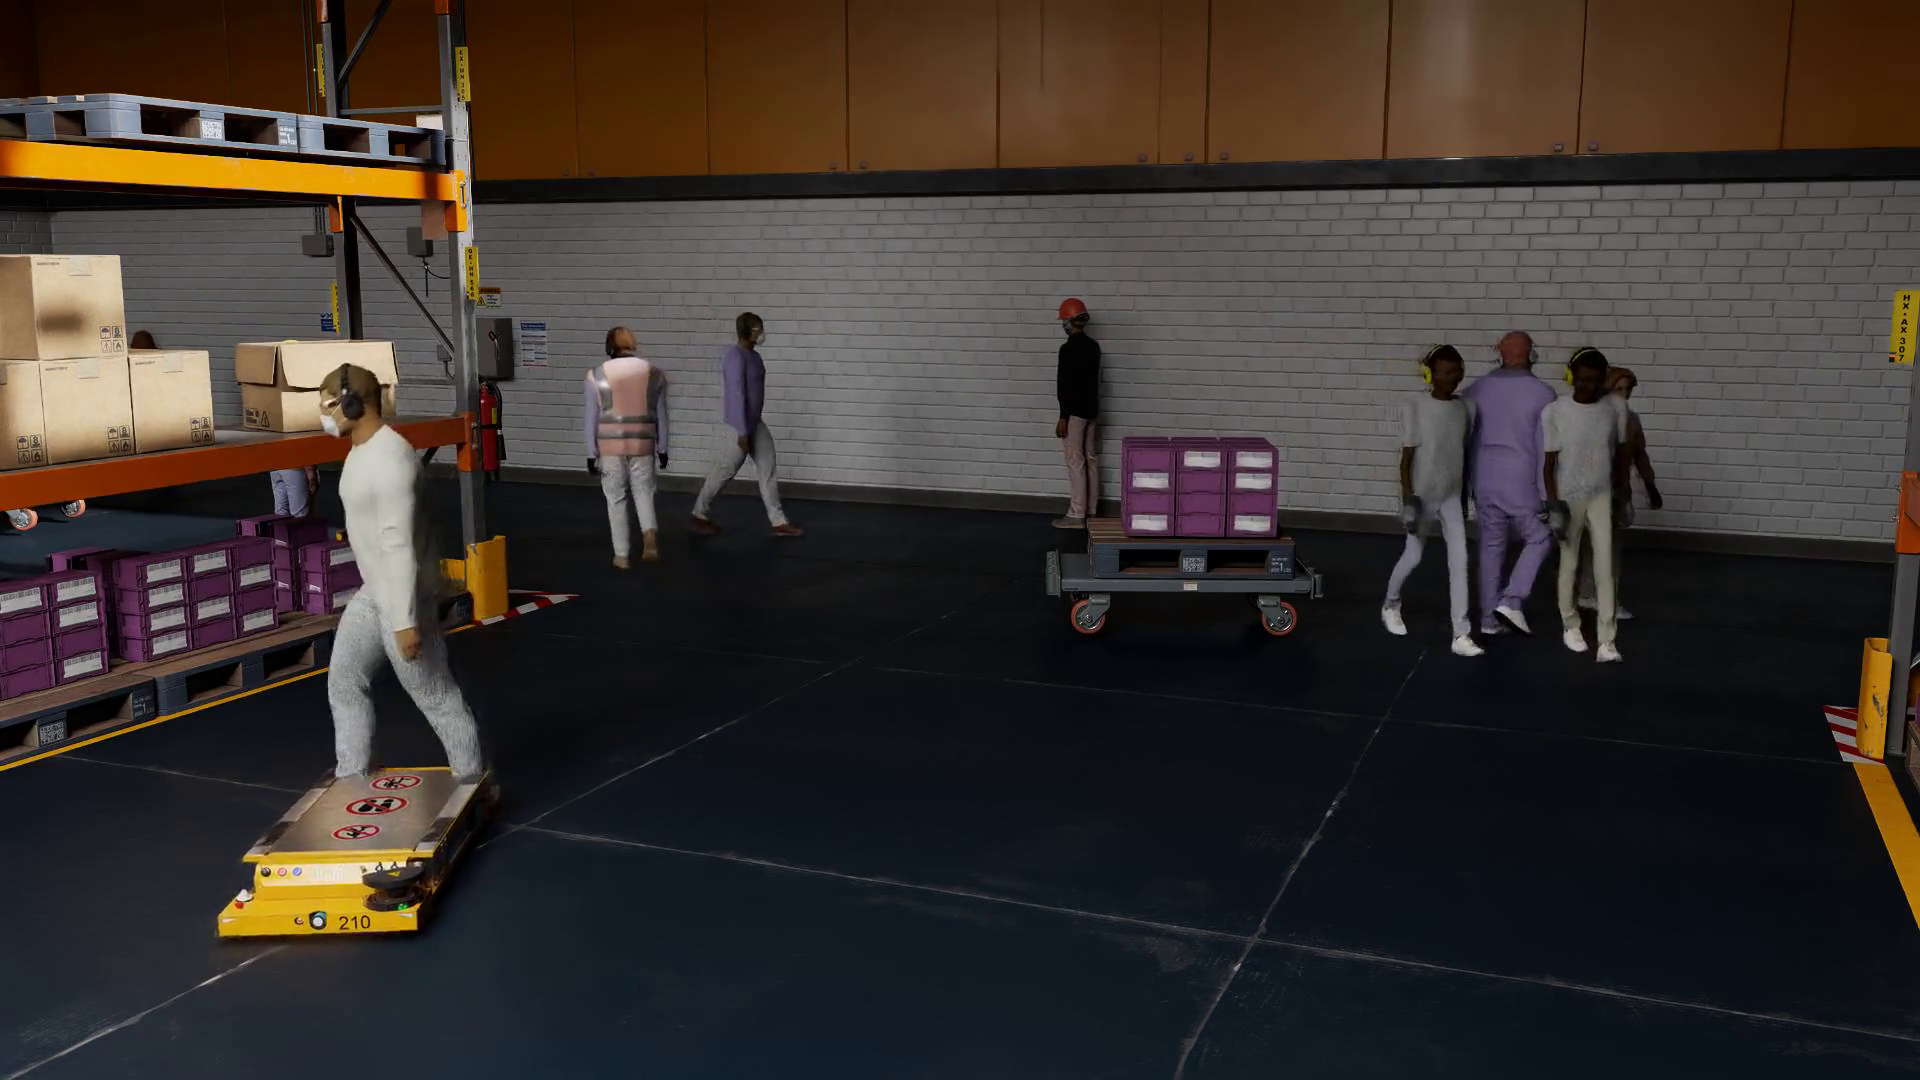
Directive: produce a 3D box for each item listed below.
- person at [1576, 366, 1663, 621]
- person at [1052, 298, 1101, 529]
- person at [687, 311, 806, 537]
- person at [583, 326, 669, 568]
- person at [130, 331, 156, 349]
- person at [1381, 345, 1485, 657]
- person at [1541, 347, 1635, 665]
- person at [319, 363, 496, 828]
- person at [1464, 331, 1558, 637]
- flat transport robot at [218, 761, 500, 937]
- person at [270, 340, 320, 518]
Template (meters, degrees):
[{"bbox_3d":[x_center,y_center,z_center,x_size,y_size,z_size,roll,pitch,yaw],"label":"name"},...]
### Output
[{"bbox_3d":[4.185,-0.293,10.635,0.549,1.620,0.583,-7,12,-37],"label":"person"},{"bbox_3d":[1.001,-1.094,14.417,0.392,1.991,0.612,6,11,30],"label":"person"},{"bbox_3d":[-1.842,-0.960,13.913,1.012,1.902,0.647,2,10,12],"label":"person"},{"bbox_3d":[-2.474,-0.673,12.359,0.643,1.826,0.545,-4,10,-23],"label":"person"},{"bbox_3d":[-8.484,-1.390,17.432,0.507,1.590,0.825,-6,11,-32],"label":"person"},{"bbox_3d":[2.823,-0.259,9.926,0.539,1.818,0.986,-2,10,-12],"label":"person"},{"bbox_3d":[3.609,-0.191,9.505,0.588,1.801,0.926,2,9,9],"label":"person"},{"bbox_3d":[-2.303,0.256,6.551,0.866,1.886,0.687,-5,11,-28],"label":"person"},{"bbox_3d":[3.367,-0.328,10.131,0.426,1.881,0.646,-8,12,-40],"label":"person"},{"bbox_3d":[-2.198,1.114,6.243,0.652,0.197,1.431,-1,9,-4],"label":"flat transport robot"},{"bbox_3d":[-4.537,-0.476,11.357,0.524,1.769,0.309,8,12,39],"label":"person"}]
